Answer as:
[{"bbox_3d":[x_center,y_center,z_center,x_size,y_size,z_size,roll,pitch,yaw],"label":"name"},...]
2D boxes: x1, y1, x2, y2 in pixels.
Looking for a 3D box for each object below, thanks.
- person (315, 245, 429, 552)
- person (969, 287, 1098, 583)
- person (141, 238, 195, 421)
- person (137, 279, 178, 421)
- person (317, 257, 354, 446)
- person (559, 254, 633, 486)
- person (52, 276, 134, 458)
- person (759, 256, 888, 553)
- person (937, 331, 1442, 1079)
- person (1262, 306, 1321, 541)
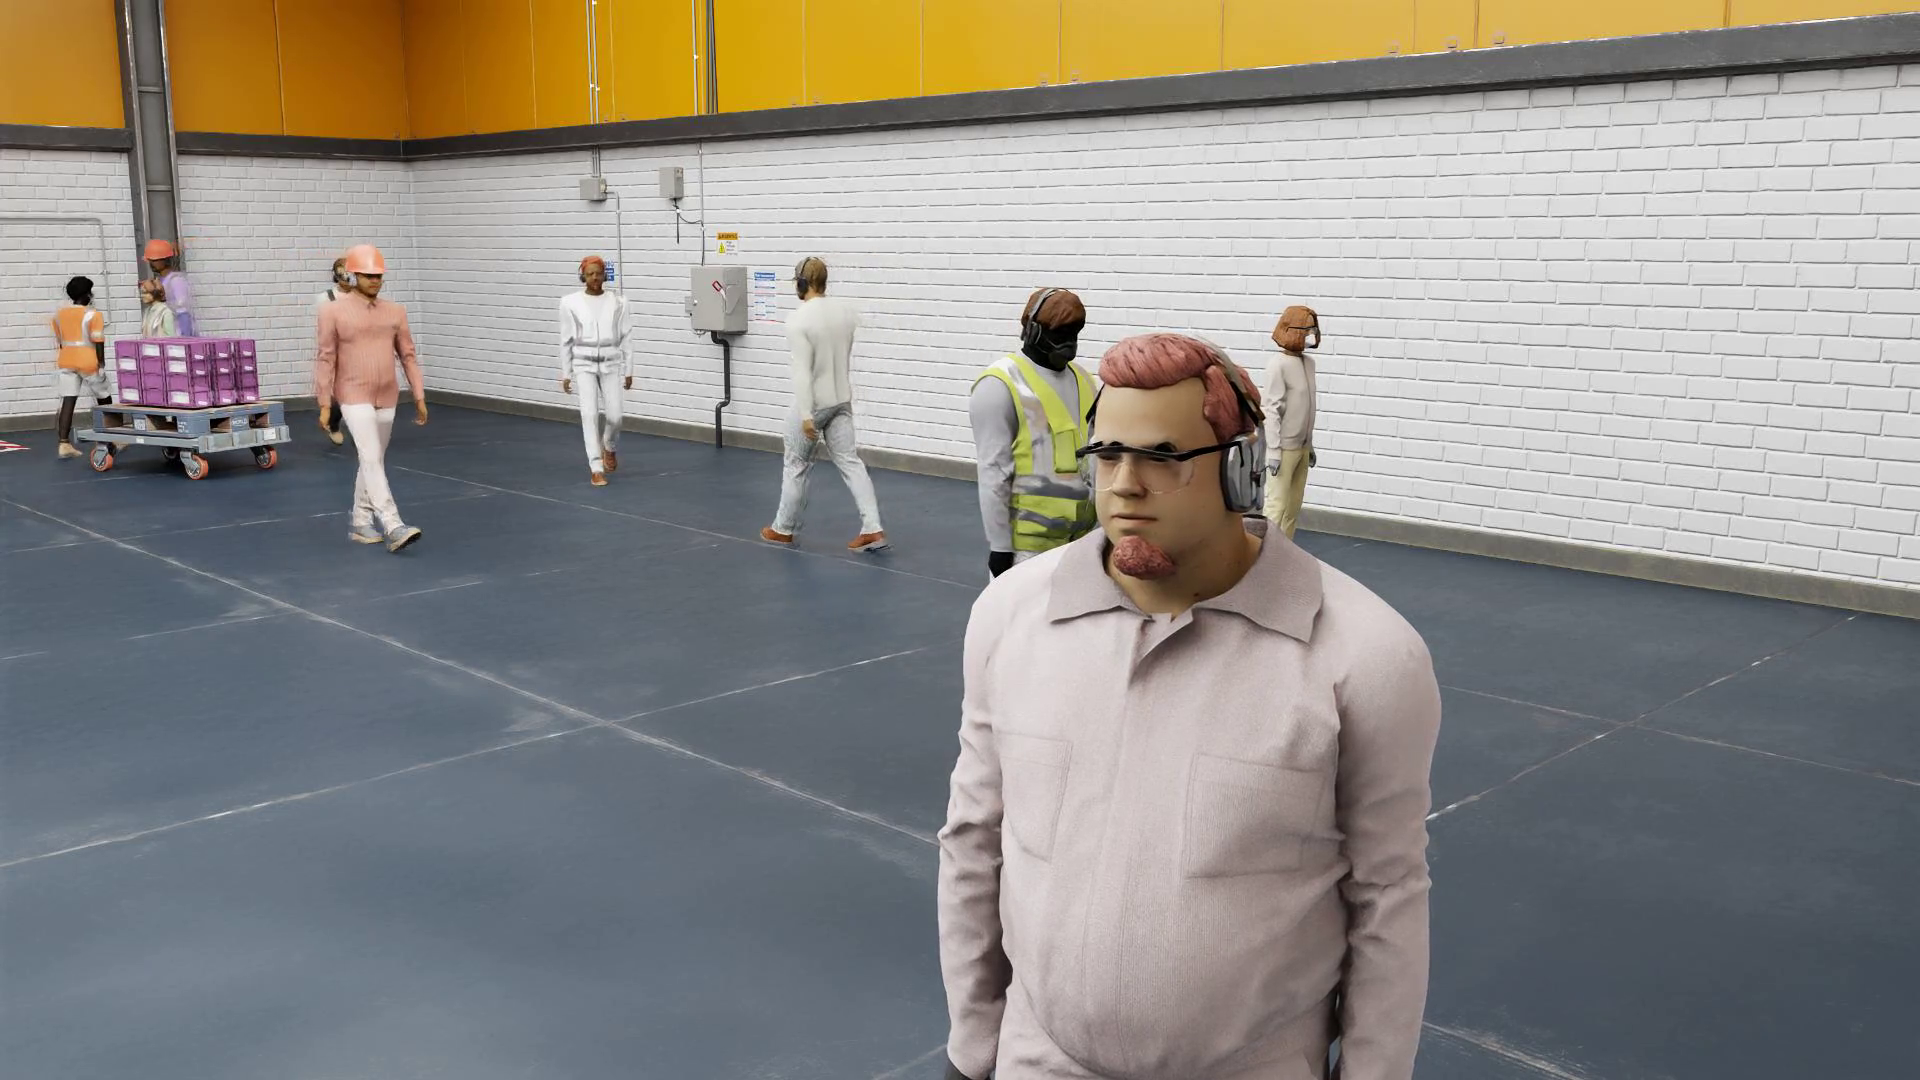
[{"bbox_3d":[-3.713,-0.899,10.682,0.980,1.947,0.652,8,13,38],"label":"person"},{"bbox_3d":[0.313,-0.009,6.157,0.430,1.837,0.619,9,14,40],"label":"person"},{"bbox_3d":[-8.017,-2.113,17.213,0.616,2.003,0.899,10,14,43],"label":"person"},{"bbox_3d":[-7.507,-1.652,15.739,0.526,1.612,0.407,10,14,43],"label":"person"},{"bbox_3d":[-5.676,-1.696,15.409,0.536,1.829,0.583,-9,14,-41],"label":"person"},{"bbox_3d":[-2.975,-1.396,13.623,0.582,1.872,0.571,-3,11,-18],"label":"person"},{"bbox_3d":[-8.034,-1.589,15.271,0.542,1.646,0.874,1,10,7],"label":"person"},{"bbox_3d":[-0.866,-0.856,10.644,1.005,1.898,0.634,9,14,40],"label":"person"},{"bbox_3d":[0.255,0.688,2.158,0.653,1.906,0.408,5,11,25],"label":"person"},{"bbox_3d":[1.872,-0.504,9.402,0.265,1.632,0.508,8,13,36],"label":"person"}]
